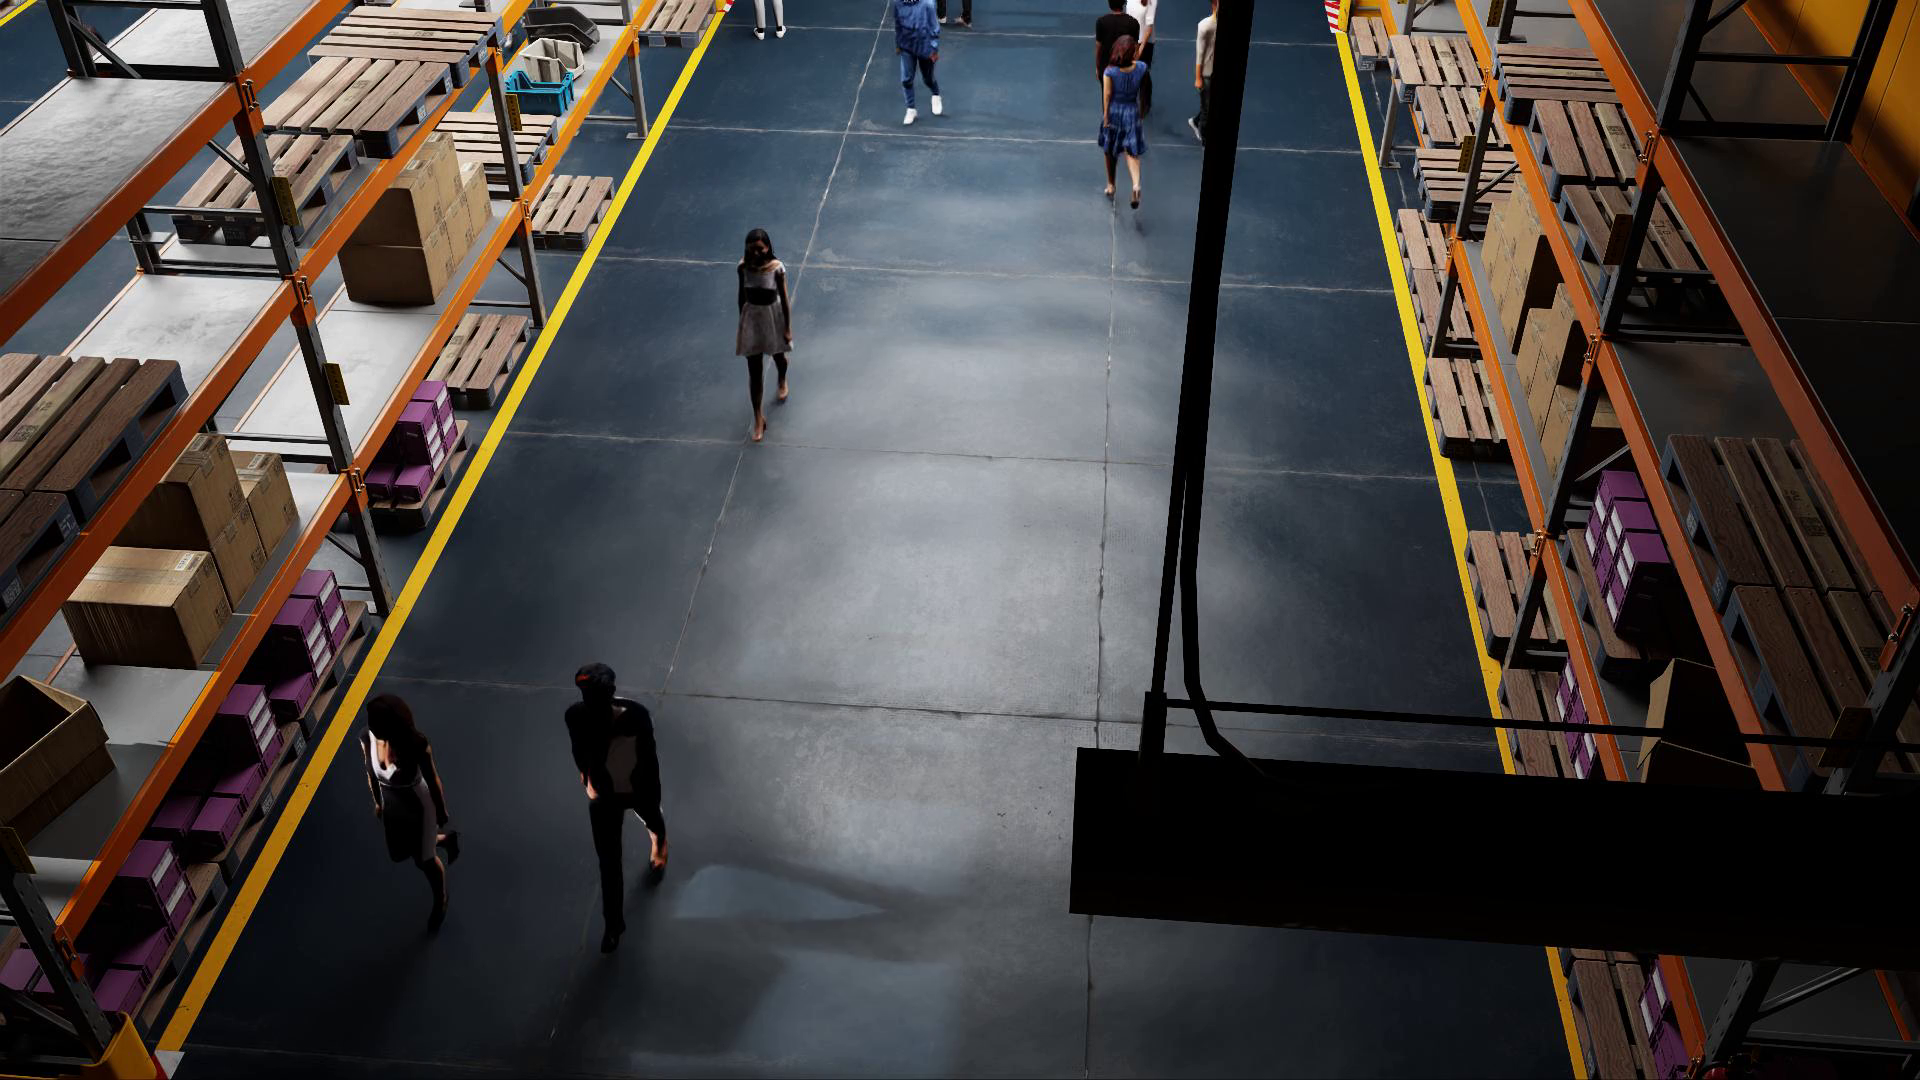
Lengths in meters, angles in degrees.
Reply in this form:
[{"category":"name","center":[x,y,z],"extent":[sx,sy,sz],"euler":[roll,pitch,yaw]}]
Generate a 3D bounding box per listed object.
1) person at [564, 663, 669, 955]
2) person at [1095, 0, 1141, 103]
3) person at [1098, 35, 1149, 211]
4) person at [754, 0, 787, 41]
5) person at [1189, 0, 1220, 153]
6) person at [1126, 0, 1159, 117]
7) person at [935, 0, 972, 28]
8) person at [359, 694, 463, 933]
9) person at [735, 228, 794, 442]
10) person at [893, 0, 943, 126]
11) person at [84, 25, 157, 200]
[{"category":"person","center":[-1.916,1.381,9.619],"extent":[0.721,1.844,1.202],"euler":[1,39,1]},{"category":"person","center":[1.658,-4.909,17.591],"extent":[0.794,1.723,0.680],"euler":[14,41,17]},{"category":"person","center":[1.651,-4.092,16.519],"extent":[0.858,1.784,1.109],"euler":[-9,40,-12]},{"category":"person","center":[-2.373,-7.040,20.078],"extent":[0.773,1.950,0.694],"euler":[-7,39,-8]},{"category":"person","center":[2.608,-4.953,17.587],"extent":[0.898,1.797,0.969],"euler":[-23,44,-26]},{"category":"person","center":[2.046,-5.459,18.245],"extent":[0.927,1.766,0.865],"euler":[-26,46,-29]},{"category":"person","center":[0.019,-7.145,20.374],"extent":[0.915,1.744,0.880],"euler":[27,46,30]},{"category":"person","center":[-3.107,1.486,9.535],"extent":[0.686,1.784,0.831],"euler":[10,40,13]},{"category":"person","center":[-1.571,-1.769,13.655],"extent":[0.629,1.728,1.061],"euler":[3,39,3]},{"category":"person","center":[-0.440,-5.434,18.218],"extent":[0.855,1.762,1.018],"euler":[13,40,16]},{"category":"person","center":[-8.632,-4.388,16.921],"extent":[0.871,1.746,1.023],"euler":[-16,41,-19]}]
